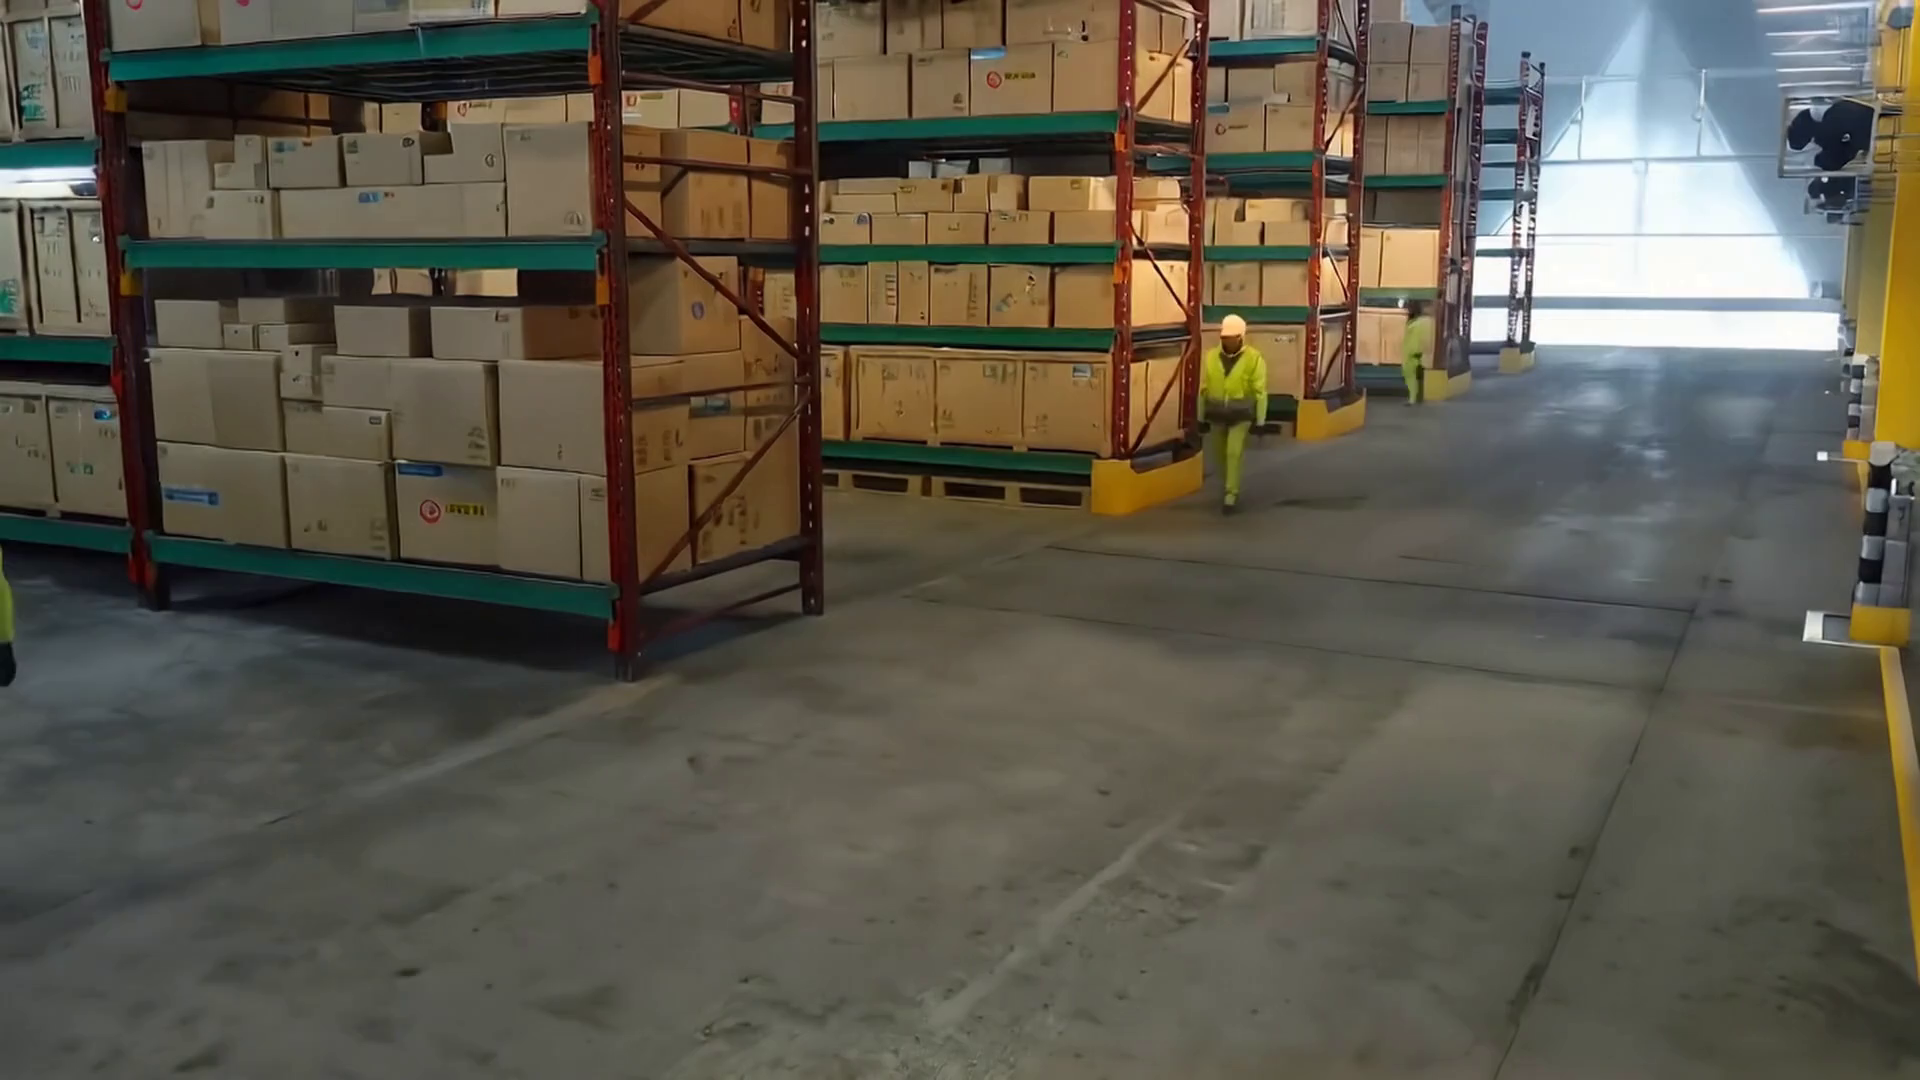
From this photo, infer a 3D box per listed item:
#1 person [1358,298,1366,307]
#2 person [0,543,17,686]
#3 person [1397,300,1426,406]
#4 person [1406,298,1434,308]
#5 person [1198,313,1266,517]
[{"bbox_3d":[8.773,-4.917,36.495,0.723,1.923,0.555,6,12,33],"label":"person"},{"bbox_3d":[-3.730,0.348,5.920,0.971,1.960,0.626,8,13,40],"label":"person"},{"bbox_3d":[6.892,-2.842,25.304,0.388,1.624,0.540,-2,10,-9],"label":"person"},{"bbox_3d":[8.602,-3.960,31.050,0.649,1.897,1.017,-4,11,-24],"label":"person"},{"bbox_3d":[2.454,-1.135,14.933,0.616,1.804,0.709,5,11,26],"label":"person"}]
